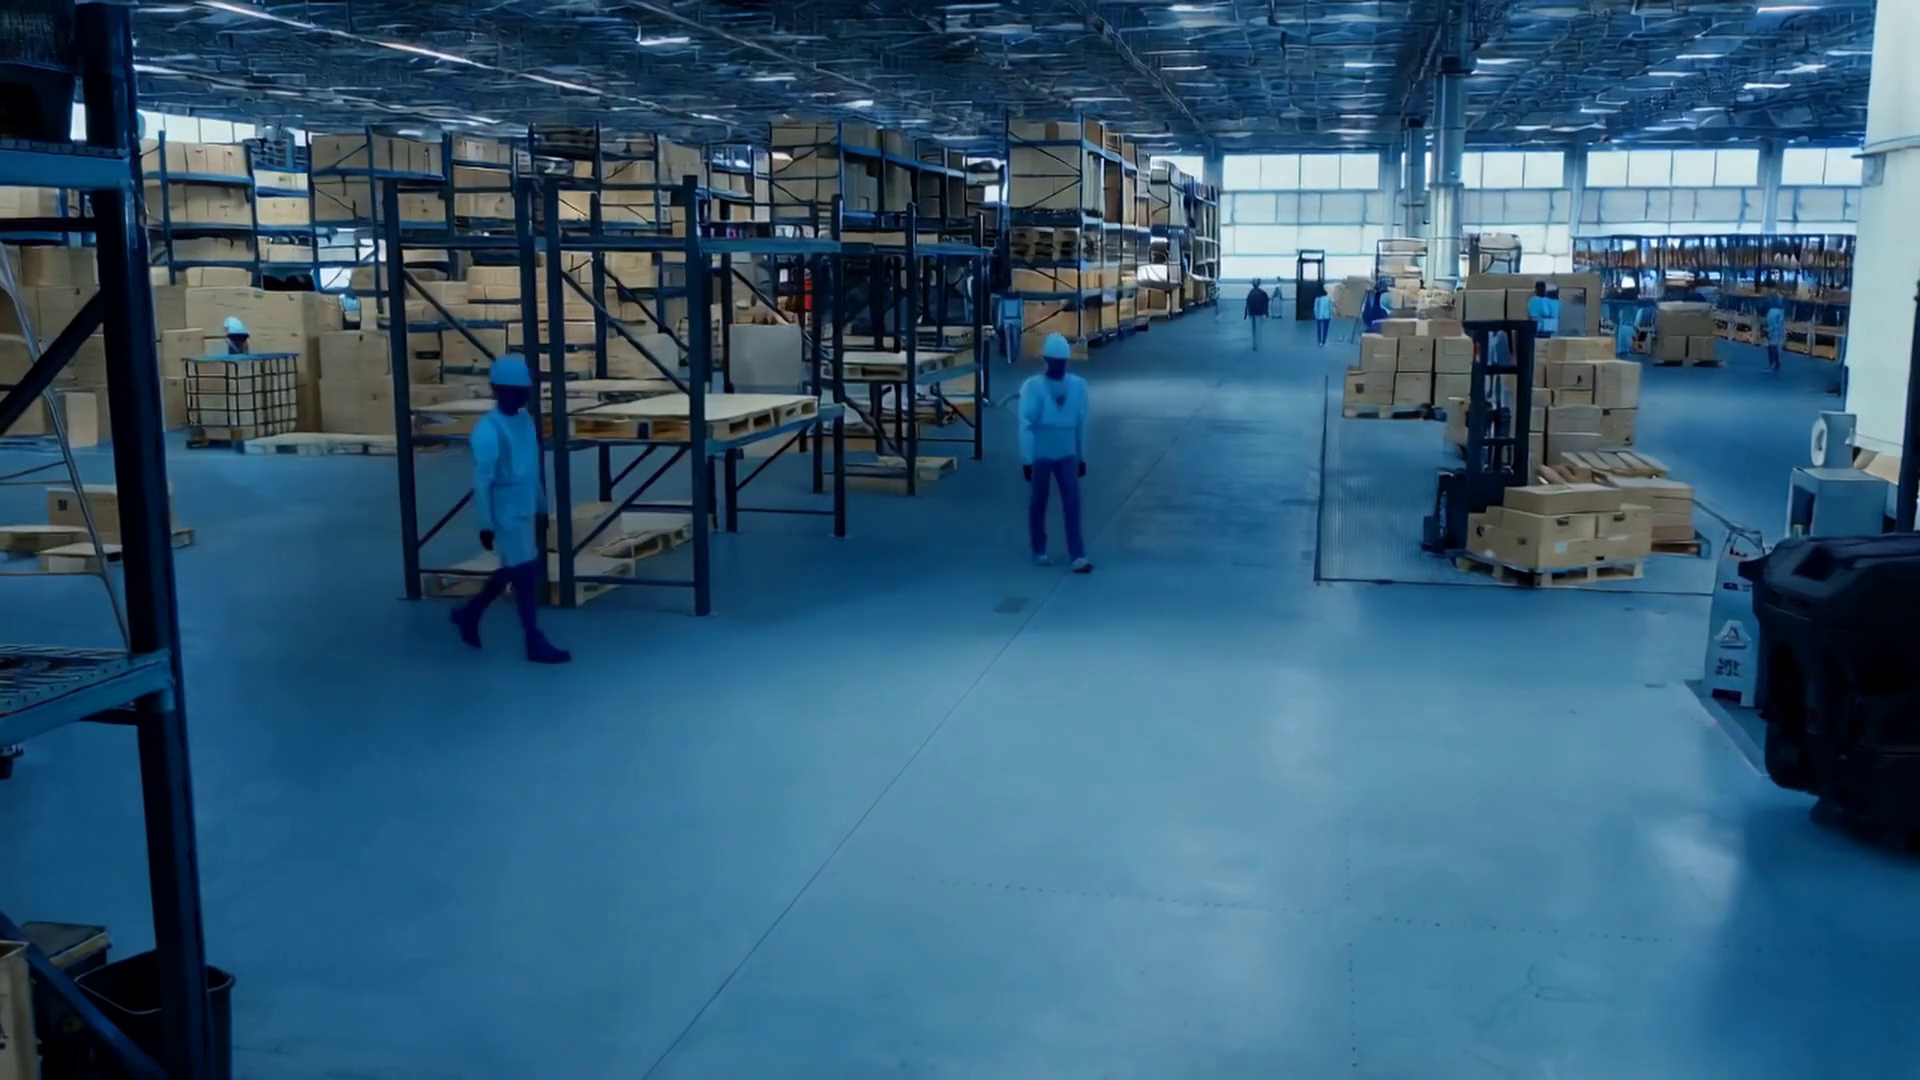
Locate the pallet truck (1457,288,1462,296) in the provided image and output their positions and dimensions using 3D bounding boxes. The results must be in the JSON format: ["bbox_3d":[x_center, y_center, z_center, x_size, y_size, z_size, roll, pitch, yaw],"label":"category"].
[{"bbox_3d":[20.506,-9.785,68.819,0.653,1.274,1.630,2,10,12],"label":"pallet truck"}]

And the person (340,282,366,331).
[{"bbox_3d":[-15.071,-5.442,41.309,0.592,1.910,0.385,-8,13,-41],"label":"person"}]

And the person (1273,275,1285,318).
[{"bbox_3d":[13.445,-10.277,70.205,0.404,1.826,0.592,-6,12,-34],"label":"person"}]

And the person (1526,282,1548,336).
[{"bbox_3d":[13.208,-4.909,37.978,0.612,1.965,0.361,8,12,38],"label":"person"}]

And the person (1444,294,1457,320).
[{"bbox_3d":[12.025,-5.203,40.751,0.335,1.621,0.500,9,13,43],"label":"person"}]

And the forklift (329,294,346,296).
[{"bbox_3d":[-18.947,-7.608,51.258,1.129,2.768,1.873,2,10,12],"label":"forklift"}]

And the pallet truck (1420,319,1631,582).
[{"bbox_3d":[4.543,-0.757,13.299,0.823,1.965,1.885,-4,10,-22],"label":"pallet truck"}]

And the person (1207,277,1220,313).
[{"bbox_3d":[11.690,-11.312,76.745,0.553,1.663,0.769,1,10,6],"label":"person"}]

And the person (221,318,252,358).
[{"bbox_3d":[-10.592,-2.478,24.608,0.624,1.613,0.528,6,11,32],"label":"person"}]

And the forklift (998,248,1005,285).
[{"bbox_3d":[1.721,-8.029,53.753,1.129,2.768,1.873,2,10,12],"label":"forklift"}]

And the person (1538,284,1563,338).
[{"bbox_3d":[13.031,-4.693,36.779,0.547,1.938,0.379,-3,10,-20],"label":"person"}]

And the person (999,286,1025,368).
[{"bbox_3d":[1.191,-4.838,37.834,0.605,1.870,0.453,-1,10,-5],"label":"person"}]

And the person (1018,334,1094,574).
[{"bbox_3d":[0.765,-0.670,13.107,0.616,1.881,0.924,-3,10,-17],"label":"person"}]

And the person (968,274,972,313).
[{"bbox_3d":[0.593,-11.352,76.528,0.602,1.830,0.404,-2,10,-13],"label":"person"}]

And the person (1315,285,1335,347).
[{"bbox_3d":[10.319,-6.333,47.053,0.543,1.745,0.599,2,10,12],"label":"person"}]

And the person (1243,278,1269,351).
[{"bbox_3d":[8.003,-6.116,45.140,0.643,1.965,0.796,7,12,37],"label":"person"}]

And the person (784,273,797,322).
[{"bbox_3d":[-6.785,-9.588,65.680,1.088,1.984,0.604,2,10,11],"label":"person"}]

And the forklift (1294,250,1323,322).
[{"bbox_3d":[13.778,-10.002,65.433,1.129,2.768,1.873,2,10,12],"label":"forklift"}]

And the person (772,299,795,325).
[{"bbox_3d":[-3.849,-4.459,36.339,0.521,1.622,0.644,-1,10,-6],"label":"person"}]

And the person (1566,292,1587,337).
[{"bbox_3d":[14.233,-4.848,38.343,0.925,1.710,0.548,9,13,44],"label":"person"}]

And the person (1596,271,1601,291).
[{"bbox_3d":[33.876,-13.344,88.278,0.396,1.847,0.564,-1,10,-5],"label":"person"}]

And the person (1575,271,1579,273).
[{"bbox_3d":[27.167,-10.857,73.262,0.621,1.935,0.427,4,11,25],"label":"person"}]

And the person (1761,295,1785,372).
[{"bbox_3d":[17.951,-4.548,36.666,0.319,1.693,0.537,0,10,-2],"label":"person"}]

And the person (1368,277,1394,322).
[{"bbox_3d":[10.462,-5.467,41.062,0.539,2.000,0.688,-7,12,-38],"label":"person"}]

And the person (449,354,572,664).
[{"bbox_3d":[-2.829,-0.197,10.260,0.846,1.915,0.551,3,10,16],"label":"person"}]

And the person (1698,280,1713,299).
[{"bbox_3d":[34.726,-11.466,77.393,0.661,1.781,0.929,-1,10,-5],"label":"person"}]
